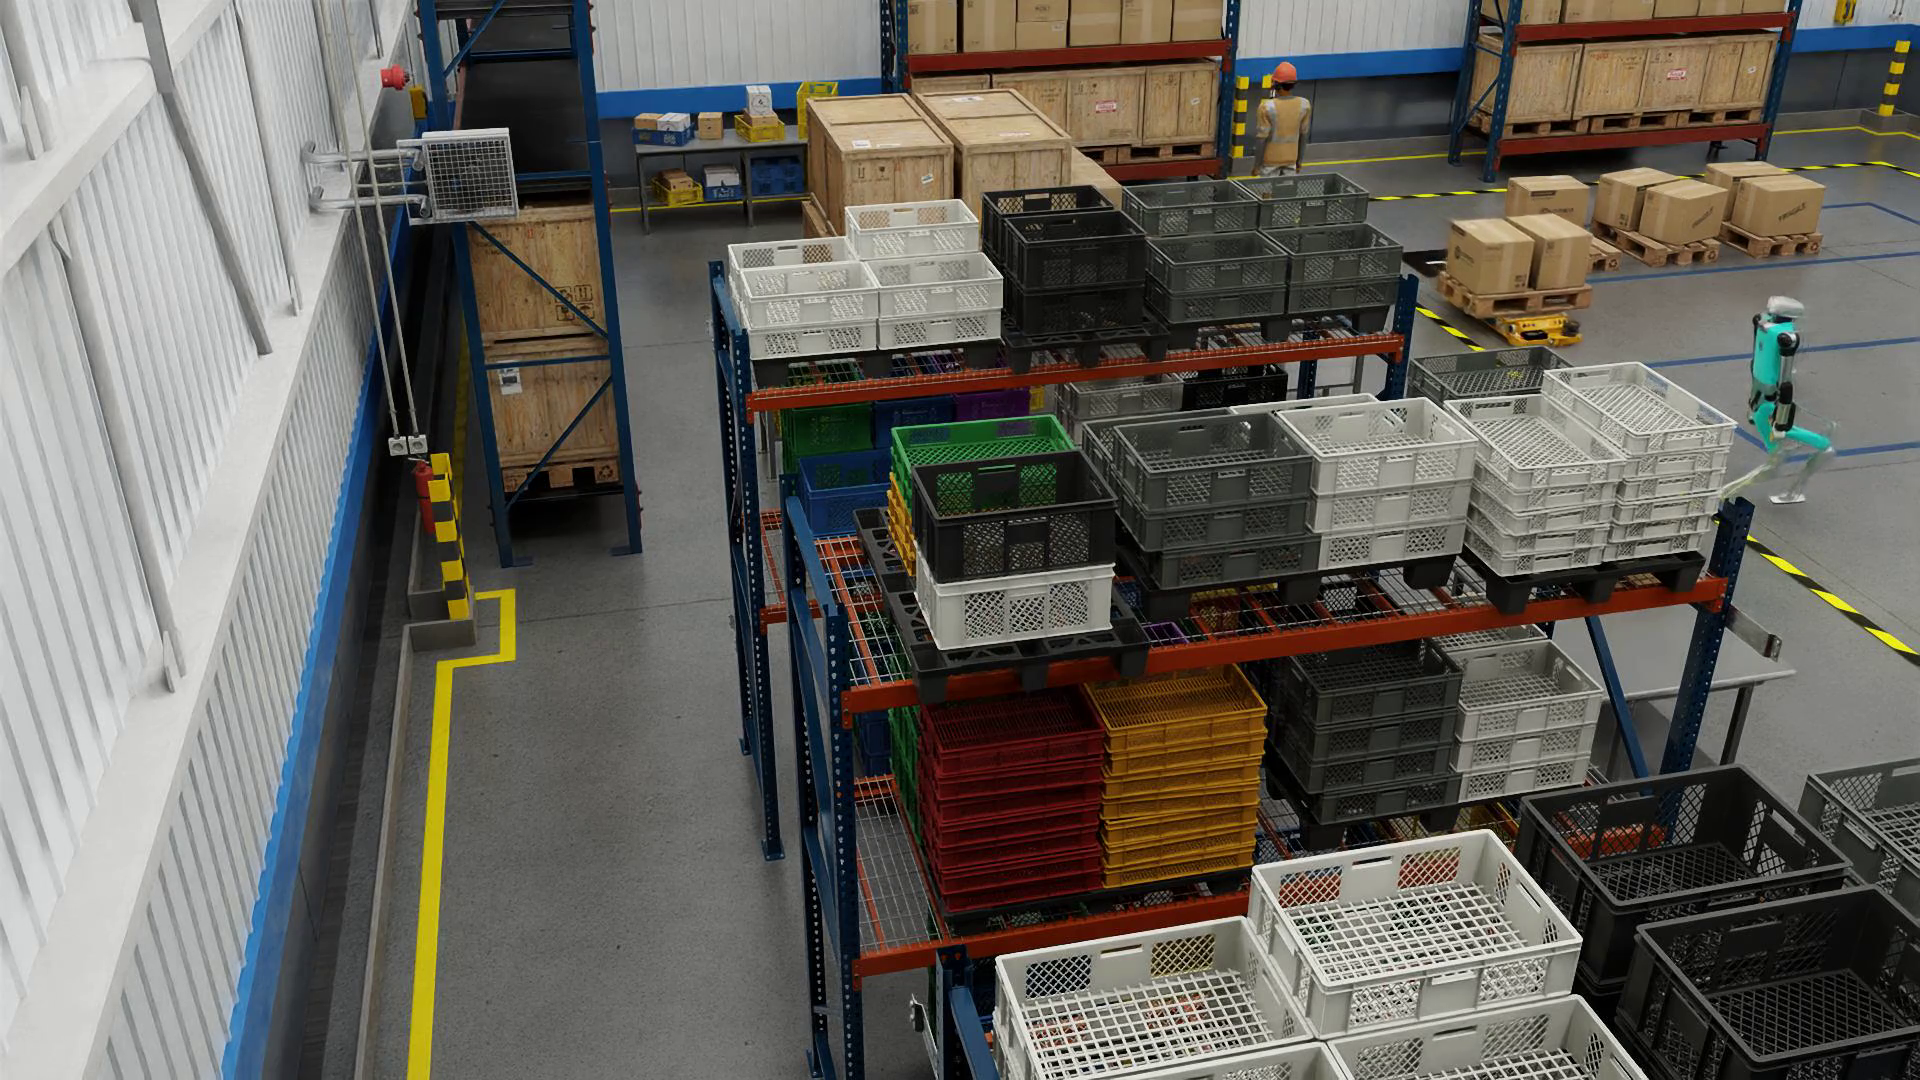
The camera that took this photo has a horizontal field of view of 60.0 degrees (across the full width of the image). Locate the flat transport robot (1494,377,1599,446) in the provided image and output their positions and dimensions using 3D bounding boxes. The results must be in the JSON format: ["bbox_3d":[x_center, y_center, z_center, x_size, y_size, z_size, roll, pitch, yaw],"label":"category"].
[{"bbox_3d":[4.780,-1.036,14.013,0.659,0.231,1.431,-6,28,-12],"label":"flat transport robot"}]

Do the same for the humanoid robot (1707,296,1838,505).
[{"bbox_3d":[6.118,-0.960,12.287,1.026,1.730,0.537,0,28,-1],"label":"humanoid robot"}]

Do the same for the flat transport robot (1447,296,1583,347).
[{"bbox_3d":[5.406,-2.232,16.252,0.652,0.197,1.431,-6,28,-12],"label":"flat transport robot"}]

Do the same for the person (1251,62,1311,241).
[{"bbox_3d":[3.435,-4.119,17.956,0.606,2.048,0.366,-9,29,-16],"label":"person"}]
